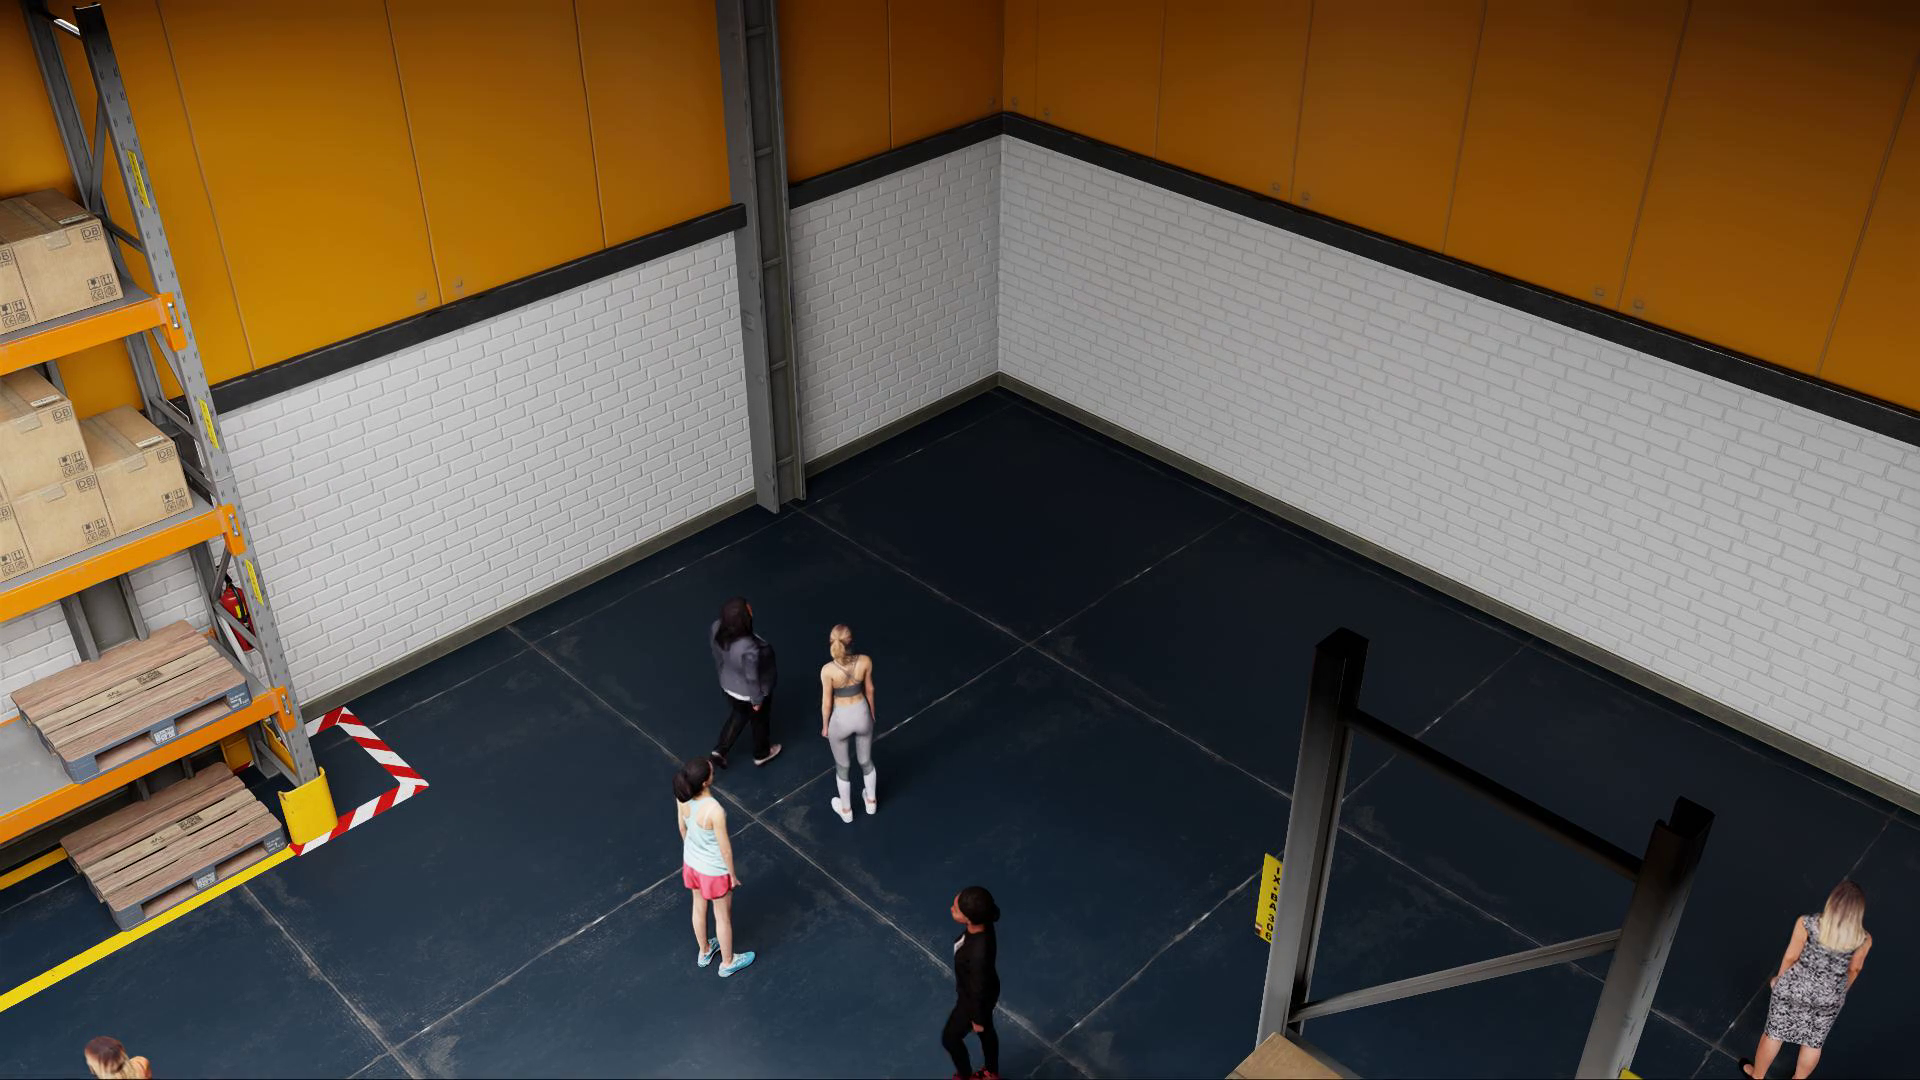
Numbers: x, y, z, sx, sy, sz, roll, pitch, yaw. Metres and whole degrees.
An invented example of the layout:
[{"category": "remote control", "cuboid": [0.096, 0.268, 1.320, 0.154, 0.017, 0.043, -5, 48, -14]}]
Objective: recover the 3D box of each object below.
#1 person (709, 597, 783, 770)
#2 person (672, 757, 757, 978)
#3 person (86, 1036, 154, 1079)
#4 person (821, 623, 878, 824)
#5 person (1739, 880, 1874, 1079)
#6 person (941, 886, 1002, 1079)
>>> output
[{"category": "person", "cuboid": [-1.652, 1.102, 12.397, 0.672, 1.585, 0.823, 27, 42, 35]}, {"category": "person", "cuboid": [-1.618, 2.094, 10.742, 0.601, 1.764, 0.599, 24, 40, 31]}, {"category": "person", "cuboid": [-4.461, 3.280, 9.080, 0.710, 1.629, 0.609, 8, 34, 12]}, {"category": "person", "cuboid": [-0.792, 1.310, 11.976, 0.565, 1.705, 0.686, -13, 36, -18]}, {"category": "person", "cuboid": [5.061, 2.688, 9.903, 0.632, 1.705, 0.624, 12, 35, 17]}, {"category": "person", "cuboid": [0.175, 2.707, 9.910, 0.822, 1.665, 0.755, 2, 34, 3]}]
